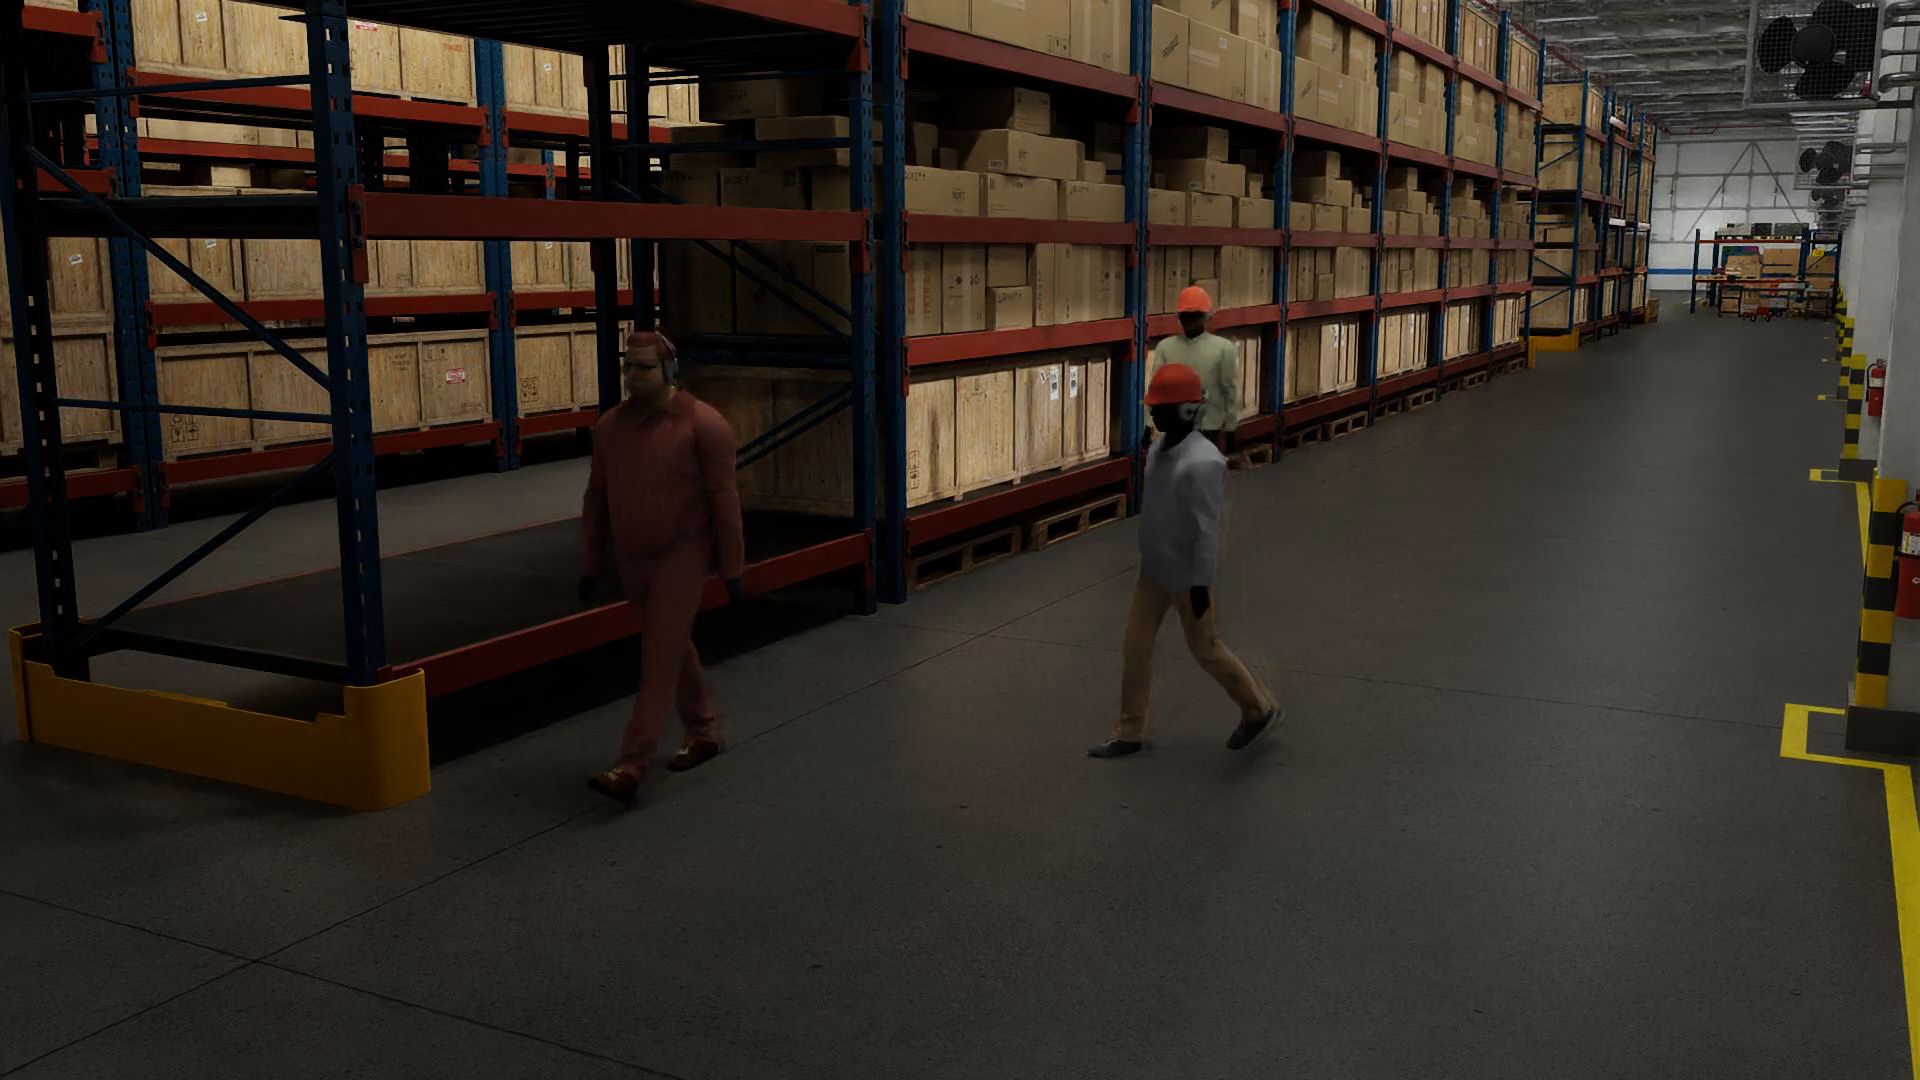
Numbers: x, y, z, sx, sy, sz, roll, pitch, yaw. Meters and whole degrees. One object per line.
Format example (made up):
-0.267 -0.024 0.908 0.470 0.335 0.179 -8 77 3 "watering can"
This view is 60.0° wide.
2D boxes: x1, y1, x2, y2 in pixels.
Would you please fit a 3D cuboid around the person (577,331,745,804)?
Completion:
-1.265 0.101 6.696 0.672 1.855 0.994 5 11 28 "person"

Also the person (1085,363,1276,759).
0.991 0.093 7.166 0.836 1.723 0.570 -4 11 -22 "person"

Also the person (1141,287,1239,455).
1.622 -0.817 11.821 0.631 1.936 1.051 6 11 31 "person"
